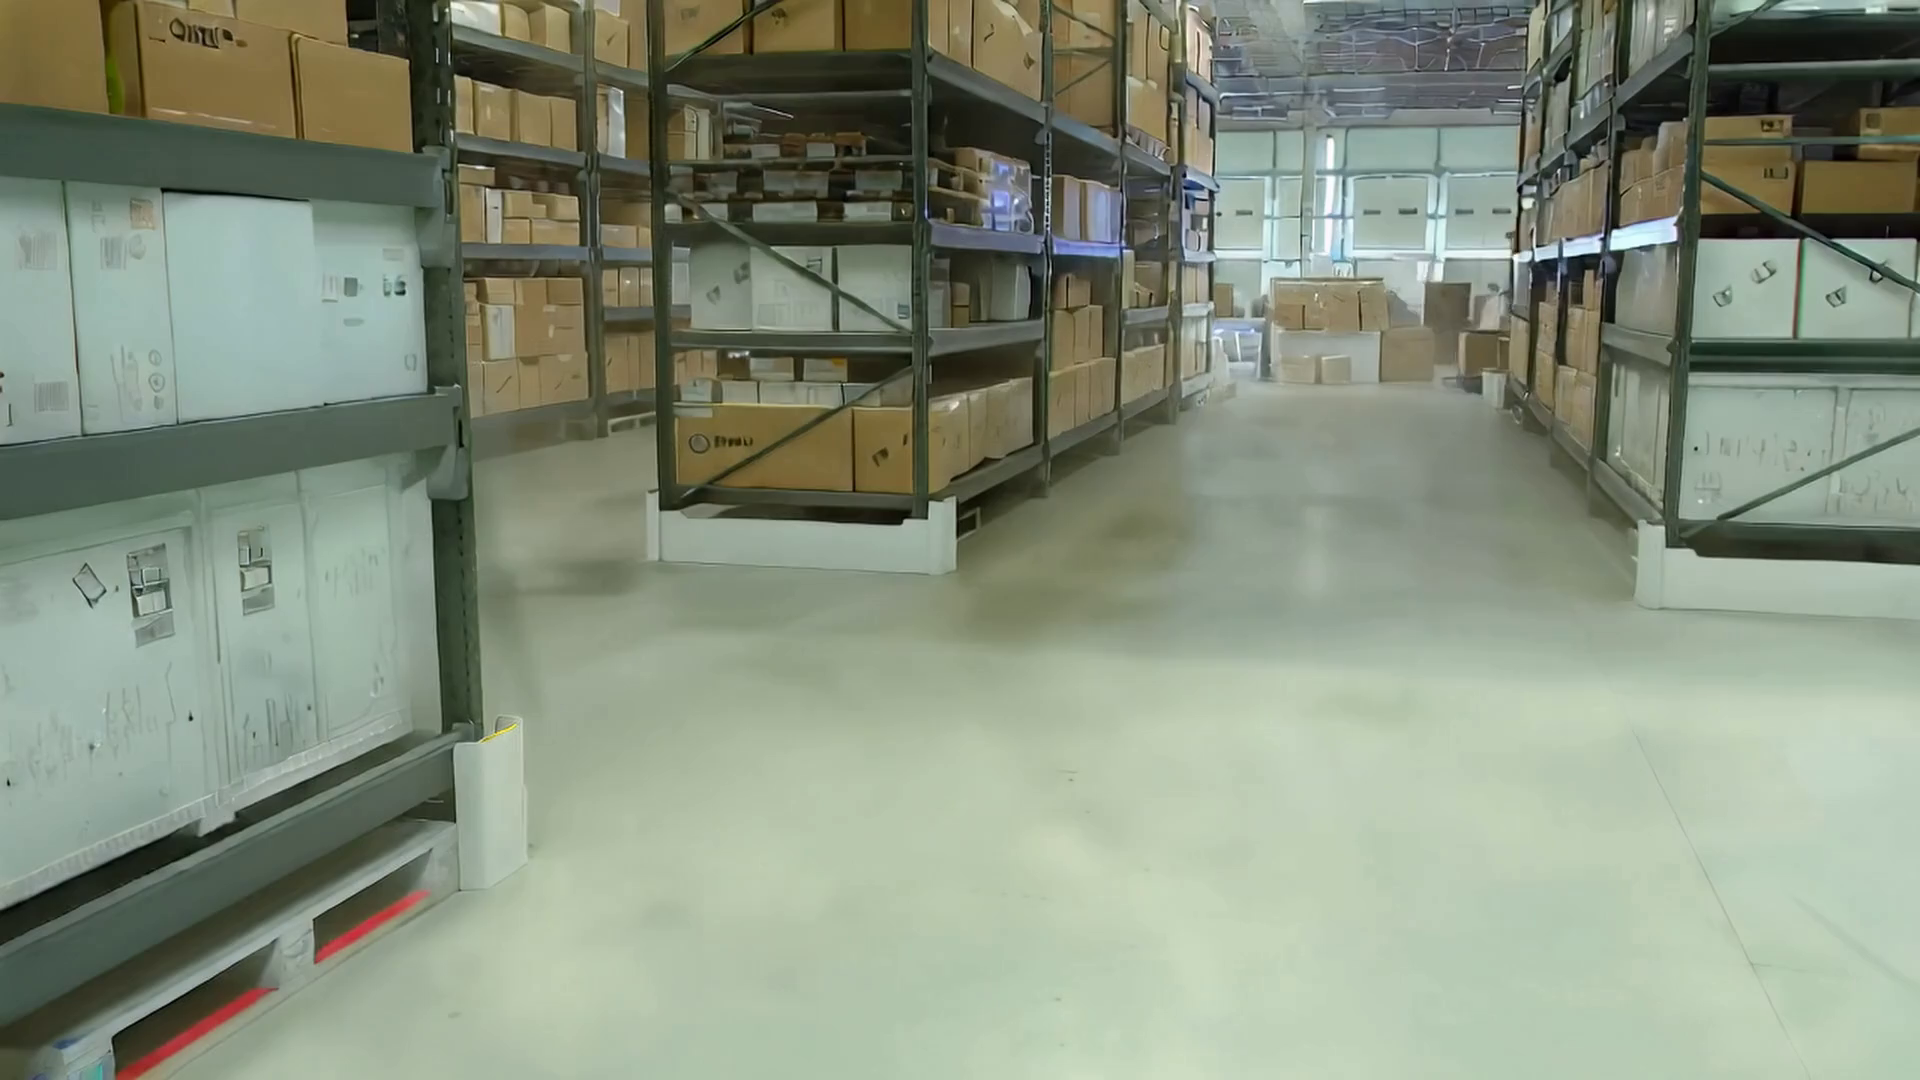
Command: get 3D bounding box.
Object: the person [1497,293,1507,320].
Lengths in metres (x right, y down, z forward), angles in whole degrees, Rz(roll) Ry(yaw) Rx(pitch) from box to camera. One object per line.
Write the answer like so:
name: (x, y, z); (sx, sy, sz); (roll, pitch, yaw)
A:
person: (13.520, -5.510, 41.888); (0.793, 1.890, 0.647); (-3, 9, -17)

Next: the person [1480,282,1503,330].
person: (9.543, -3.666, 29.998); (0.948, 1.961, 0.626); (1, 9, 5)

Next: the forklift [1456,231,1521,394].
forklift: (9.710, -3.960, 28.932); (1.873, 2.768, 1.129); (1, 9, 9)

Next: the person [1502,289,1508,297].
person: (18.309, -7.635, 56.176); (0.852, 1.663, 0.536); (-4, 10, -25)

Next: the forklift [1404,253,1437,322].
forklift: (14.951, -7.917, 54.071); (1.129, 2.768, 1.873); (-2, 9, -11)

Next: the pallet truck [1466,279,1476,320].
pallet truck: (18.896, -8.459, 60.307); (1.885, 1.965, 0.823); (5, 10, 31)

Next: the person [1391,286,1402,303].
person: (9.660, -4.698, 36.906); (0.429, 1.845, 0.627); (-1, 9, -8)
